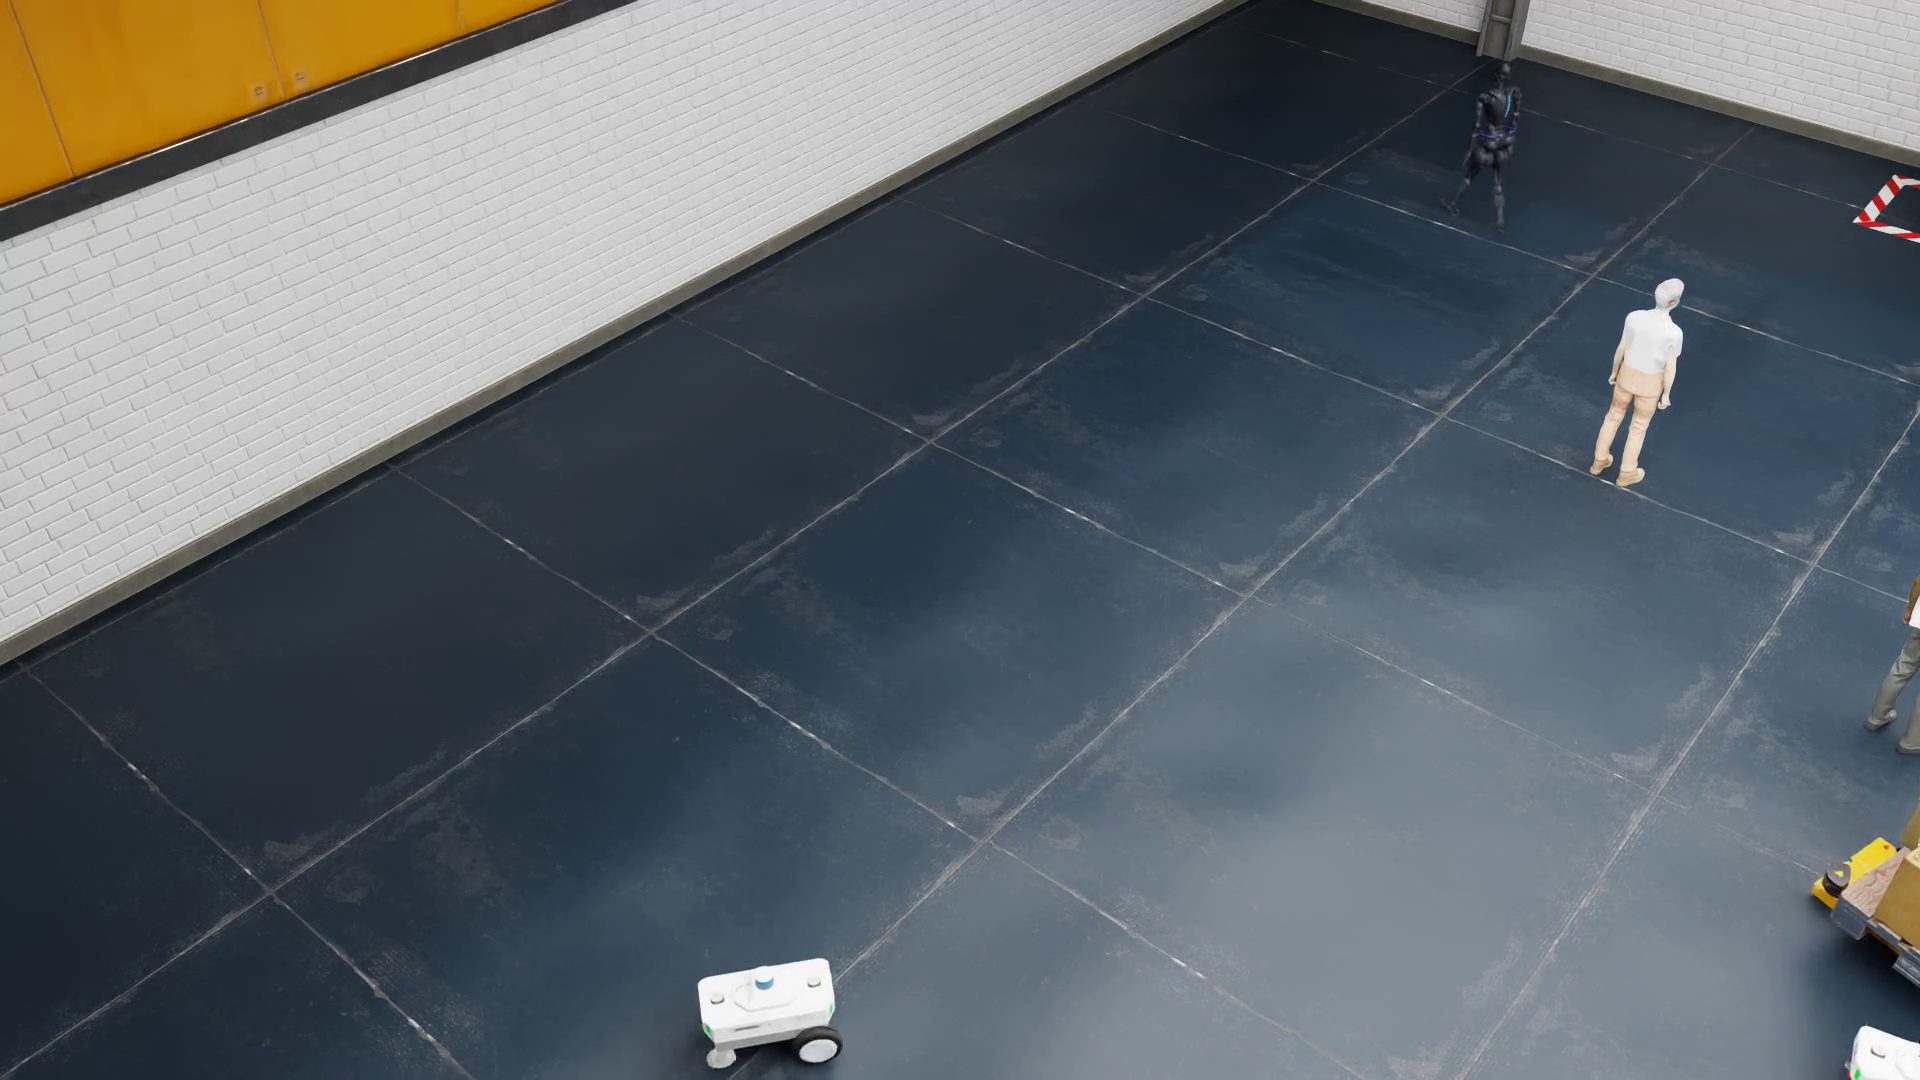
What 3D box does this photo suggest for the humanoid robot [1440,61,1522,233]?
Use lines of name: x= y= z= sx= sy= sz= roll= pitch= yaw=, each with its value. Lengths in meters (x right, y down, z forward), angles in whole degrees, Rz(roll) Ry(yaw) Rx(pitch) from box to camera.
humanoid robot: x=5.073 y=-3.783 z=15.899 sx=0.612 sy=1.623 sz=0.769 roll=-18 pitch=42 yaw=-21

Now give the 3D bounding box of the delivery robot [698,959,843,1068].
delivery robot: x=-1.026 y=2.511 z=8.936 sx=0.788 sy=0.587 sz=0.499 roll=-7 pitch=39 yaw=-9

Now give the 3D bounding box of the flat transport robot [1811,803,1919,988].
flat transport robot: x=5.688 y=2.281 z=9.456 sx=0.659 sy=0.231 sz=1.431 roll=-22 pitch=44 yaw=-25

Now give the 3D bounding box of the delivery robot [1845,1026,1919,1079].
delivery robot: x=4.979 y=2.840 z=8.546 sx=0.782 sy=0.611 sz=0.510 roll=18 pitch=42 yaw=21

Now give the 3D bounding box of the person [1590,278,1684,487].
person: x=5.158 y=-1.199 z=12.596 sx=0.304 sy=1.744 sz=0.491 roll=-29 pitch=47 yaw=-31

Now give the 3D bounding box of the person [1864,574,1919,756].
person: x=6.104 y=0.572 z=10.320 sx=0.373 sy=1.842 sz=0.568 roll=-16 pitch=42 yaw=-19
